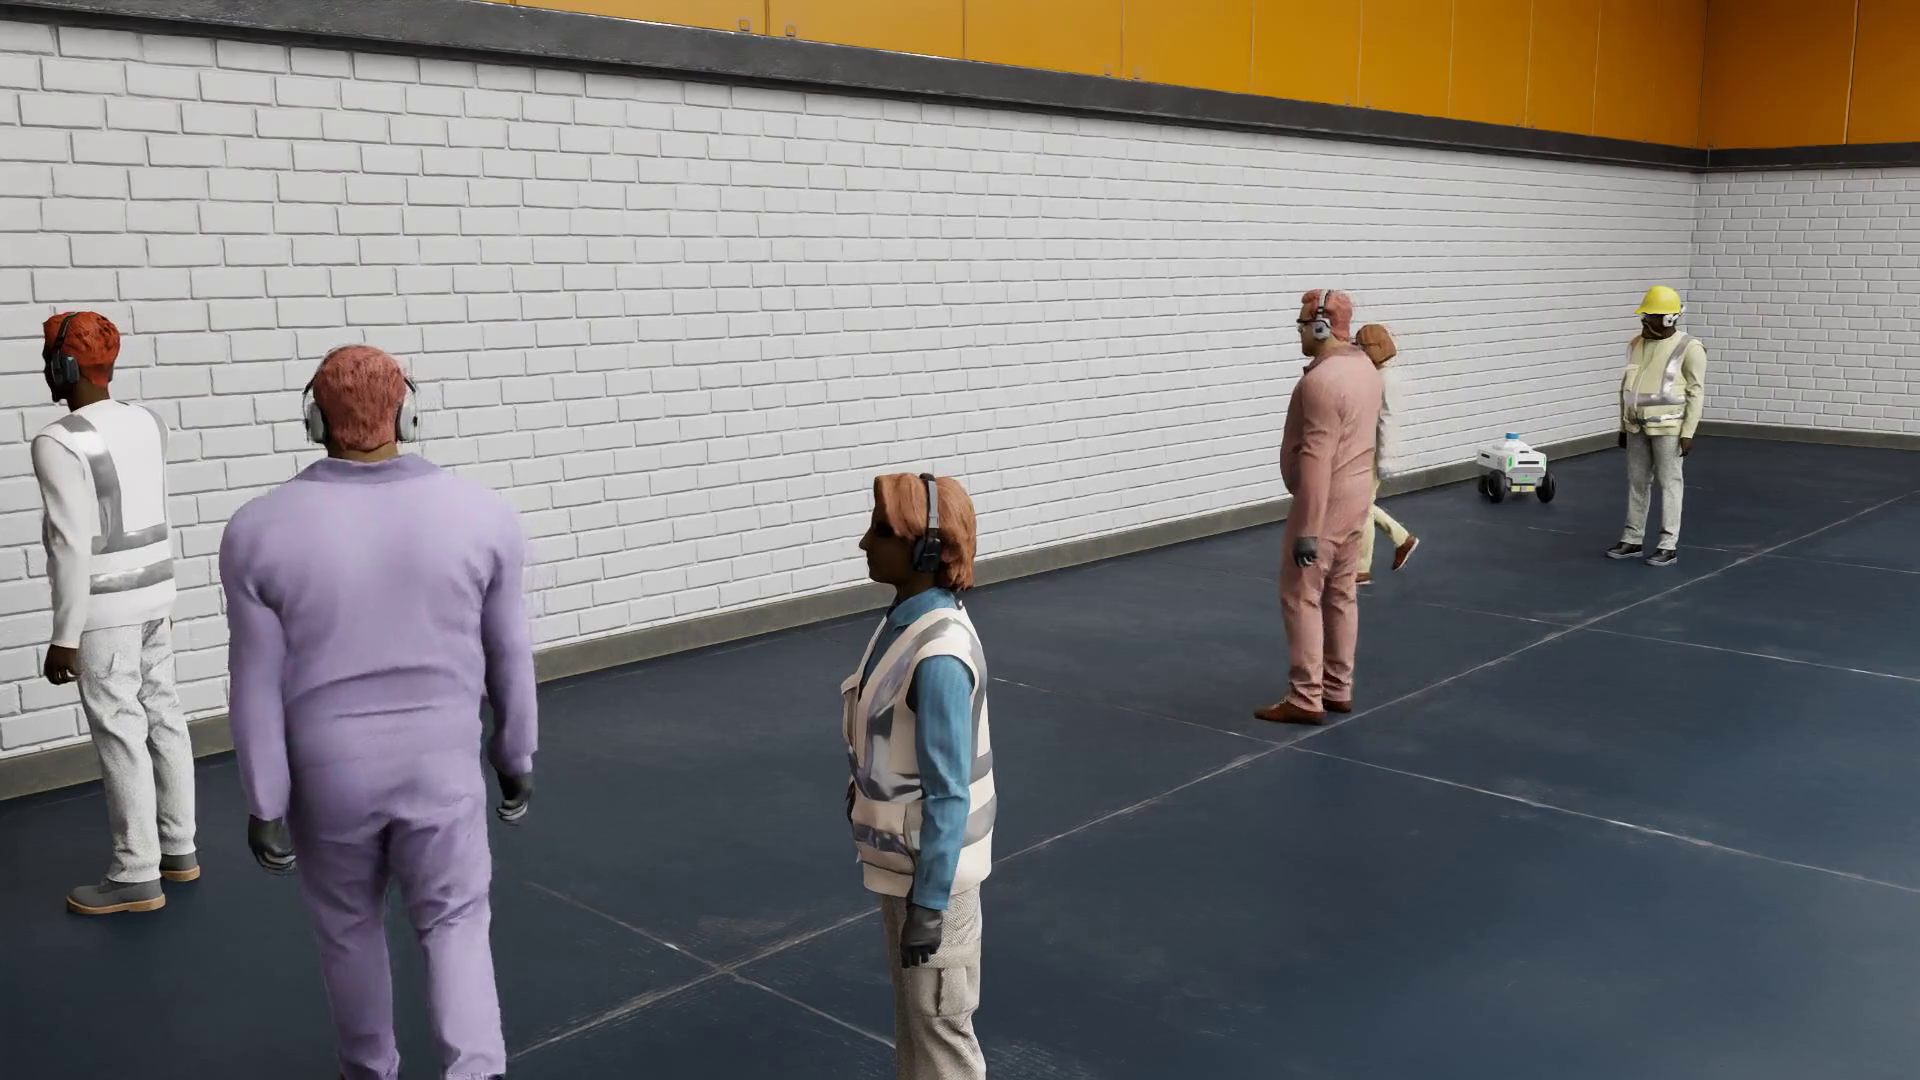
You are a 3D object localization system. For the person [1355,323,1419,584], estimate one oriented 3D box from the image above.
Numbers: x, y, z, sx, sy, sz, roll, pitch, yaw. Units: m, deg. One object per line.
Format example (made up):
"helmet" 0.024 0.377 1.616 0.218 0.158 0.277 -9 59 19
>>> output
"person" 2.575 -0.523 10.228 0.499 1.617 0.508 -1 10 -3

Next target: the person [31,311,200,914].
"person" -2.656 0.232 5.212 0.358 1.882 0.574 1 10 5

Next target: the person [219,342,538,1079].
"person" -1.260 0.501 3.699 0.654 1.877 0.867 -5 11 -25

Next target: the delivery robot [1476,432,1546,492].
"delivery robot" 4.557 -0.654 13.767 0.477 0.478 0.707 -1 10 -5

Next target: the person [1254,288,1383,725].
"person" 1.591 -0.142 7.287 0.409 1.903 0.679 7 12 34

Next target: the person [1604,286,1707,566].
"person" 4.572 -0.747 10.939 0.404 1.828 0.592 -5 11 -27

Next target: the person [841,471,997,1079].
"person" -0.080 0.670 3.394 0.307 1.645 0.513 -2 10 -12
